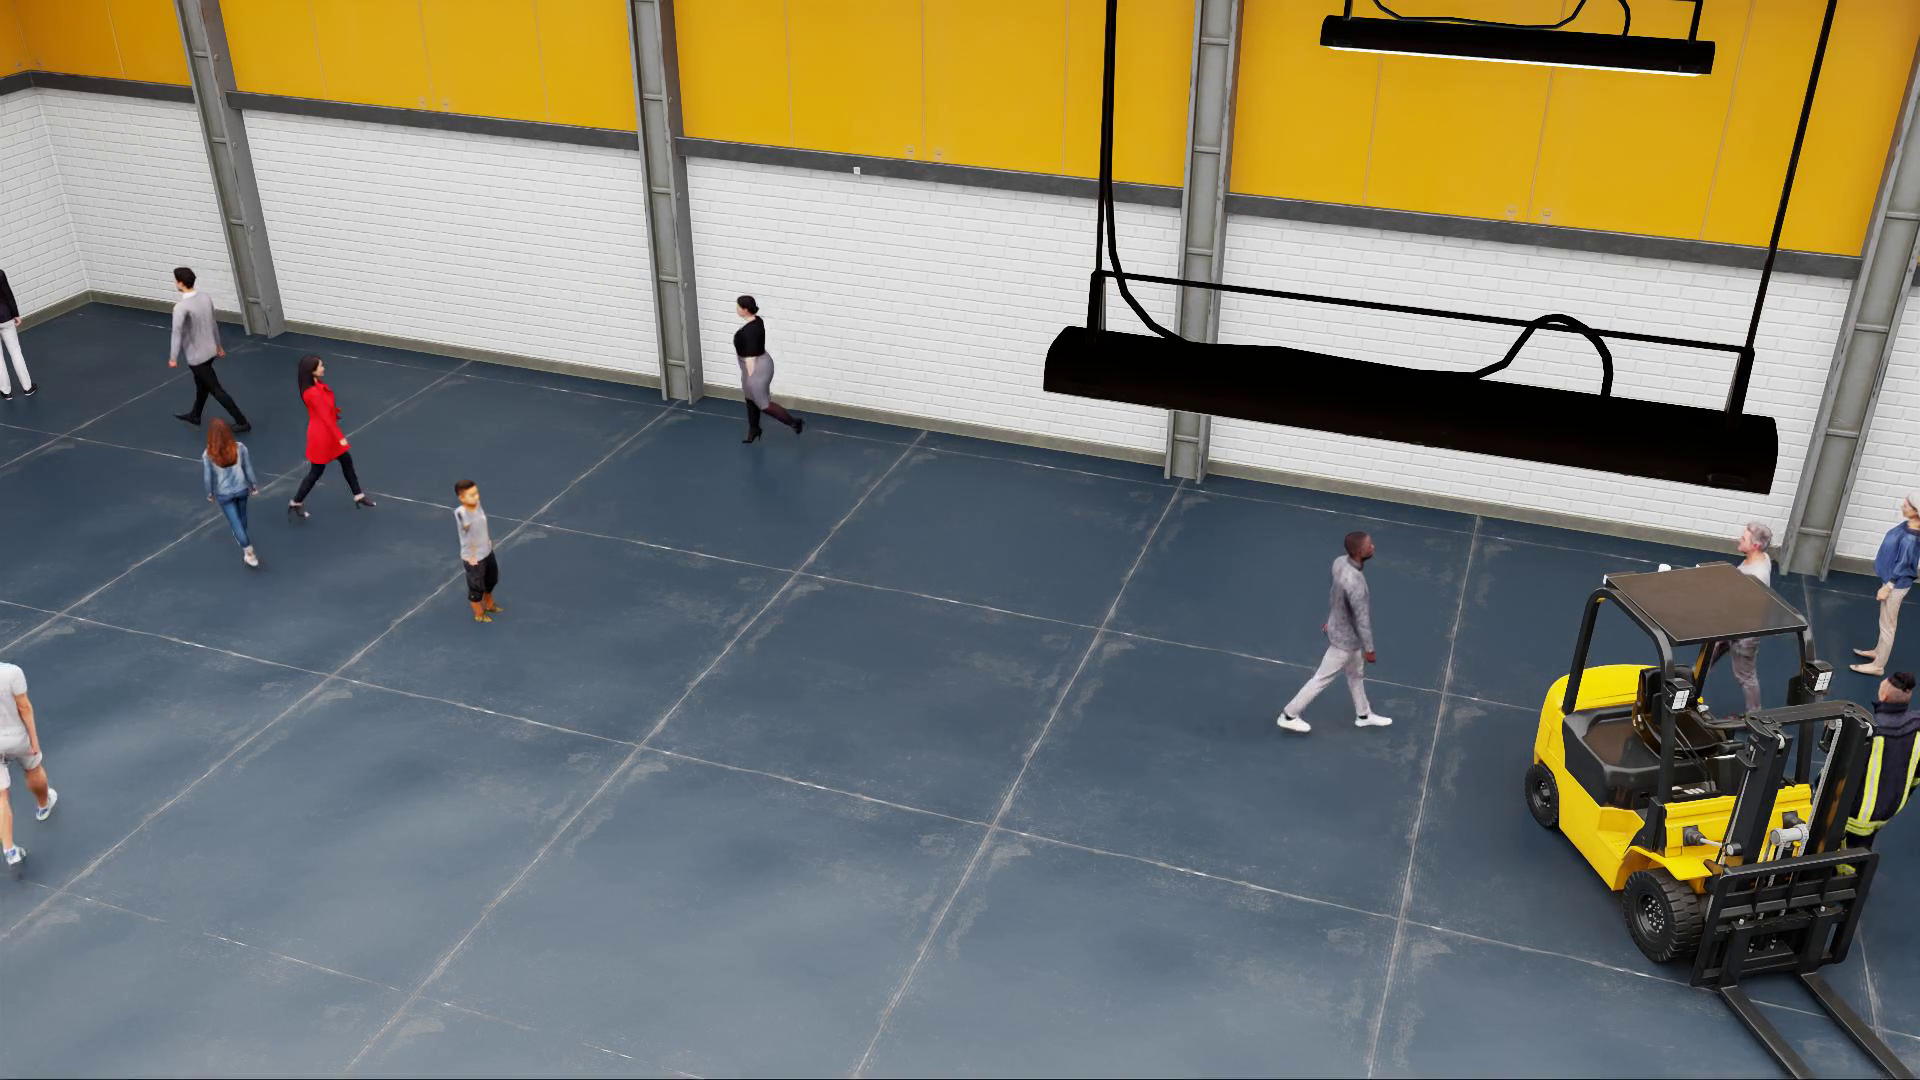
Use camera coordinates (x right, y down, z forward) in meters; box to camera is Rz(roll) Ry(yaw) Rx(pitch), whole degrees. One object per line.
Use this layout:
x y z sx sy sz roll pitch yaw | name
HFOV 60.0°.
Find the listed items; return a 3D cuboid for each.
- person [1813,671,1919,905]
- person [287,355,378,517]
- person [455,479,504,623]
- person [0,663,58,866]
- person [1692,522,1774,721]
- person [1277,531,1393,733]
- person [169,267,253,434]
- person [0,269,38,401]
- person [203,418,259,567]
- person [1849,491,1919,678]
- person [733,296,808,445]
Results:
6.249 1.721 11.315 0.956 1.854 1.028 -4 29 -7 | person
-6.368 -0.964 16.392 1.130 1.706 1.000 -9 30 -17 | person
-4.322 0.052 14.794 0.537 1.453 0.603 7 29 12 | person
-6.850 1.465 11.820 1.231 1.820 1.232 -9 30 -17 | person
6.299 0.735 13.198 1.084 1.782 0.709 10 30 18 | person
2.930 0.779 13.105 1.270 1.794 0.943 1 29 1 | person
-8.195 -2.014 18.142 1.293 1.873 0.938 4 29 7 | person
-11.074 -2.517 19.096 0.733 1.844 0.784 -14 31 -23 | person
-6.846 -0.424 15.680 0.904 1.441 1.060 -20 35 -33 | person
7.880 0.350 13.986 0.626 1.703 0.655 16 33 27 | person
-2.094 -1.788 17.877 1.092 1.731 0.901 1 29 2 | person
